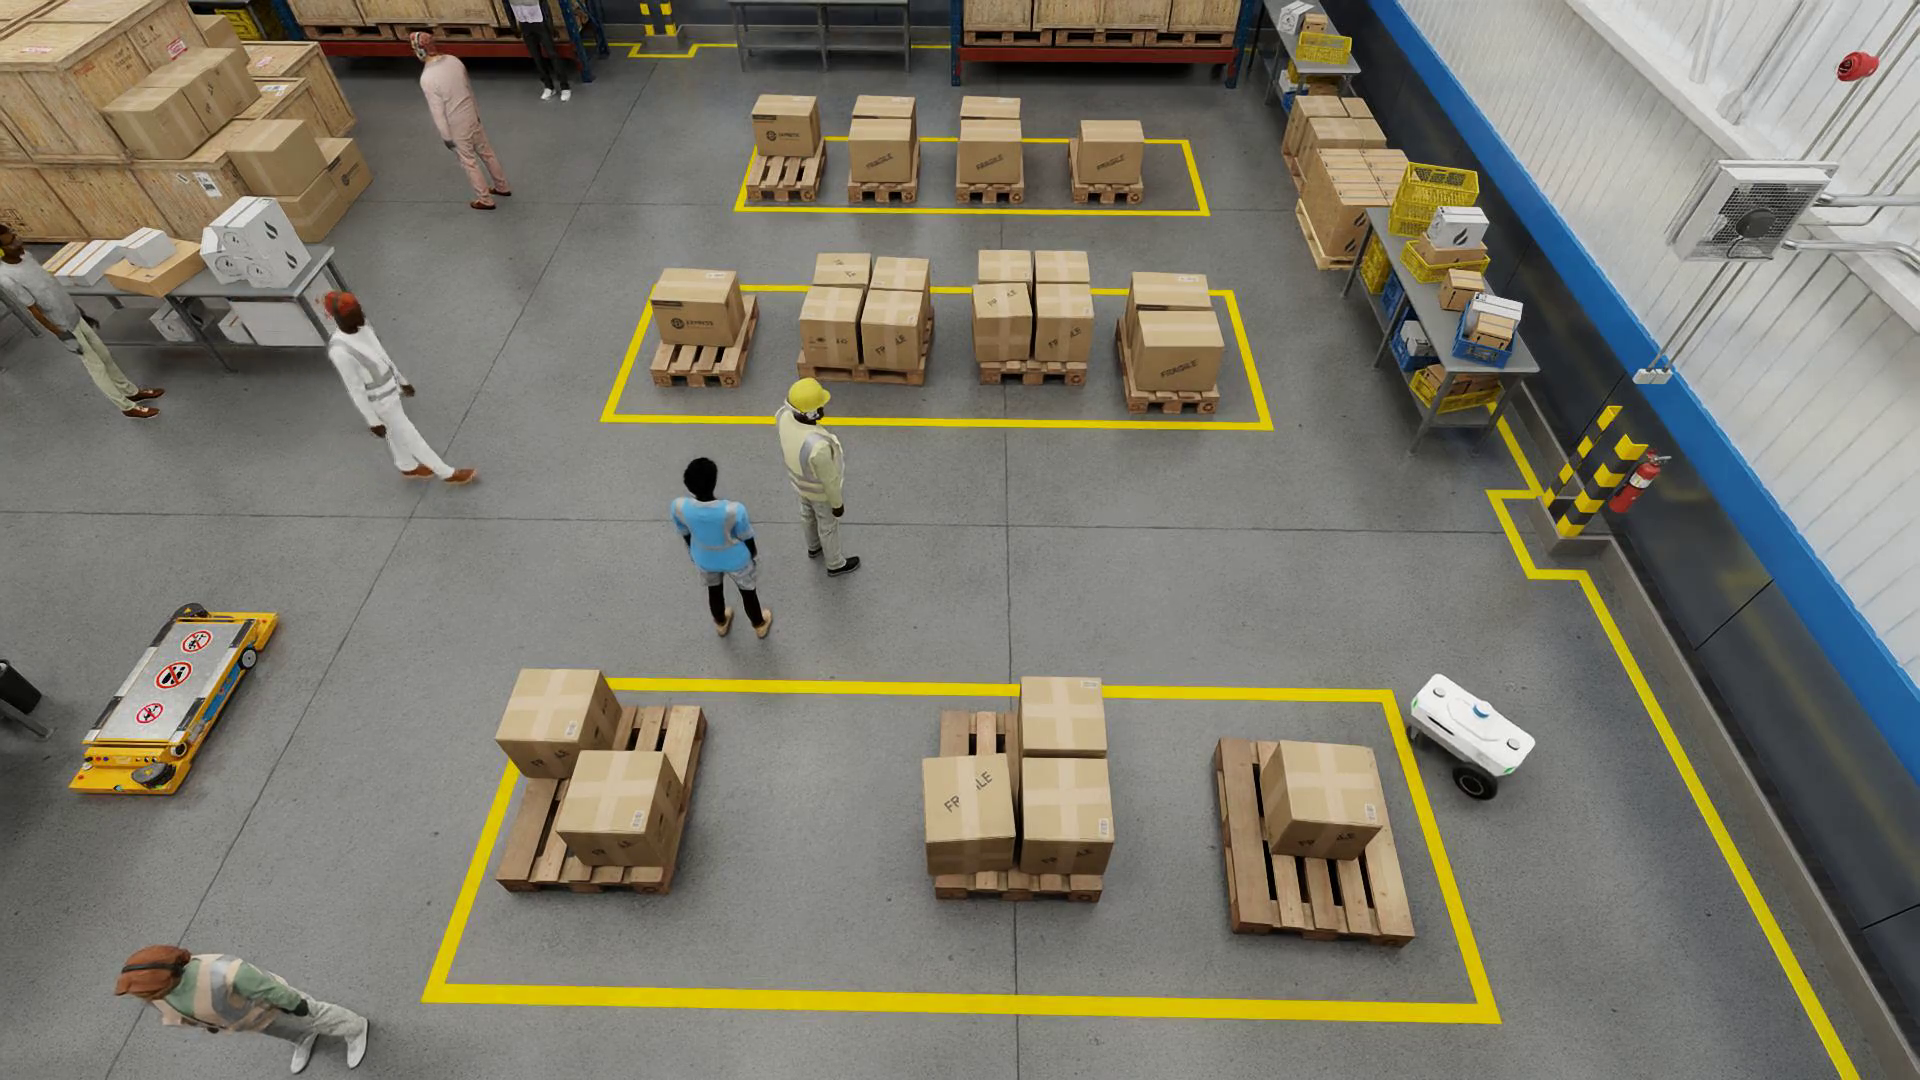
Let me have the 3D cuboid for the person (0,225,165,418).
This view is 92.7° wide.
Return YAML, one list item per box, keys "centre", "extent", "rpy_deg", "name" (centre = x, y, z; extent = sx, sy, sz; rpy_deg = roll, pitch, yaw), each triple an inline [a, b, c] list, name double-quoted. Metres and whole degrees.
- centre: [-7.634, -1.858, 7.879]
  extent: [0.328, 1.875, 0.513]
  rpy_deg: [-16, 52, -13]
  name: "person"

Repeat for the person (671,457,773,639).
- centre: [-1.638, 0.099, 6.344]
  extent: [0.534, 1.690, 0.321]
  rpy_deg: [5, 50, 4]
  name: "person"

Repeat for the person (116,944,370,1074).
- centre: [-3.498, 2.301, 4.517]
  extent: [0.521, 1.632, 0.313]
  rpy_deg: [-4, 50, -4]
  name: "person"

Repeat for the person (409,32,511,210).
- centre: [-5.605, -4.652, 10.231]
  extent: [0.401, 1.900, 0.647]
  rpy_deg: [12, 51, 10]
  name: "person"

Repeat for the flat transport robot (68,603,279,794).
- centre: [-5.504, 1.072, 6.442]
  extent: [0.652, 0.197, 1.431]
  rpy_deg: [1, 50, 1]
  name: "flat transport robot"

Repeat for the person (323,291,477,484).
- centre: [-4.544, -1.153, 7.298]
  extent: [0.553, 1.882, 0.595]
  rpy_deg: [-9, 50, -8]
  name: "person"

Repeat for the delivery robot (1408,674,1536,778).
- centre: [3.369, 1.227, 6.067]
  extent: [0.477, 0.478, 0.707]
  rpy_deg: [-34, 58, -25]
  name: "delivery robot"

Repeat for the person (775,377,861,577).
- centre: [-1.034, -0.442, 6.709]
  extent: [0.404, 1.827, 0.602]
  rpy_deg: [-32, 57, -24]
  name: "person"

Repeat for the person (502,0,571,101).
- centre: [-5.624, -6.802, 12.043]
  extent: [0.602, 1.907, 0.405]
  rpy_deg: [2, 50, 1]
  name: "person"
